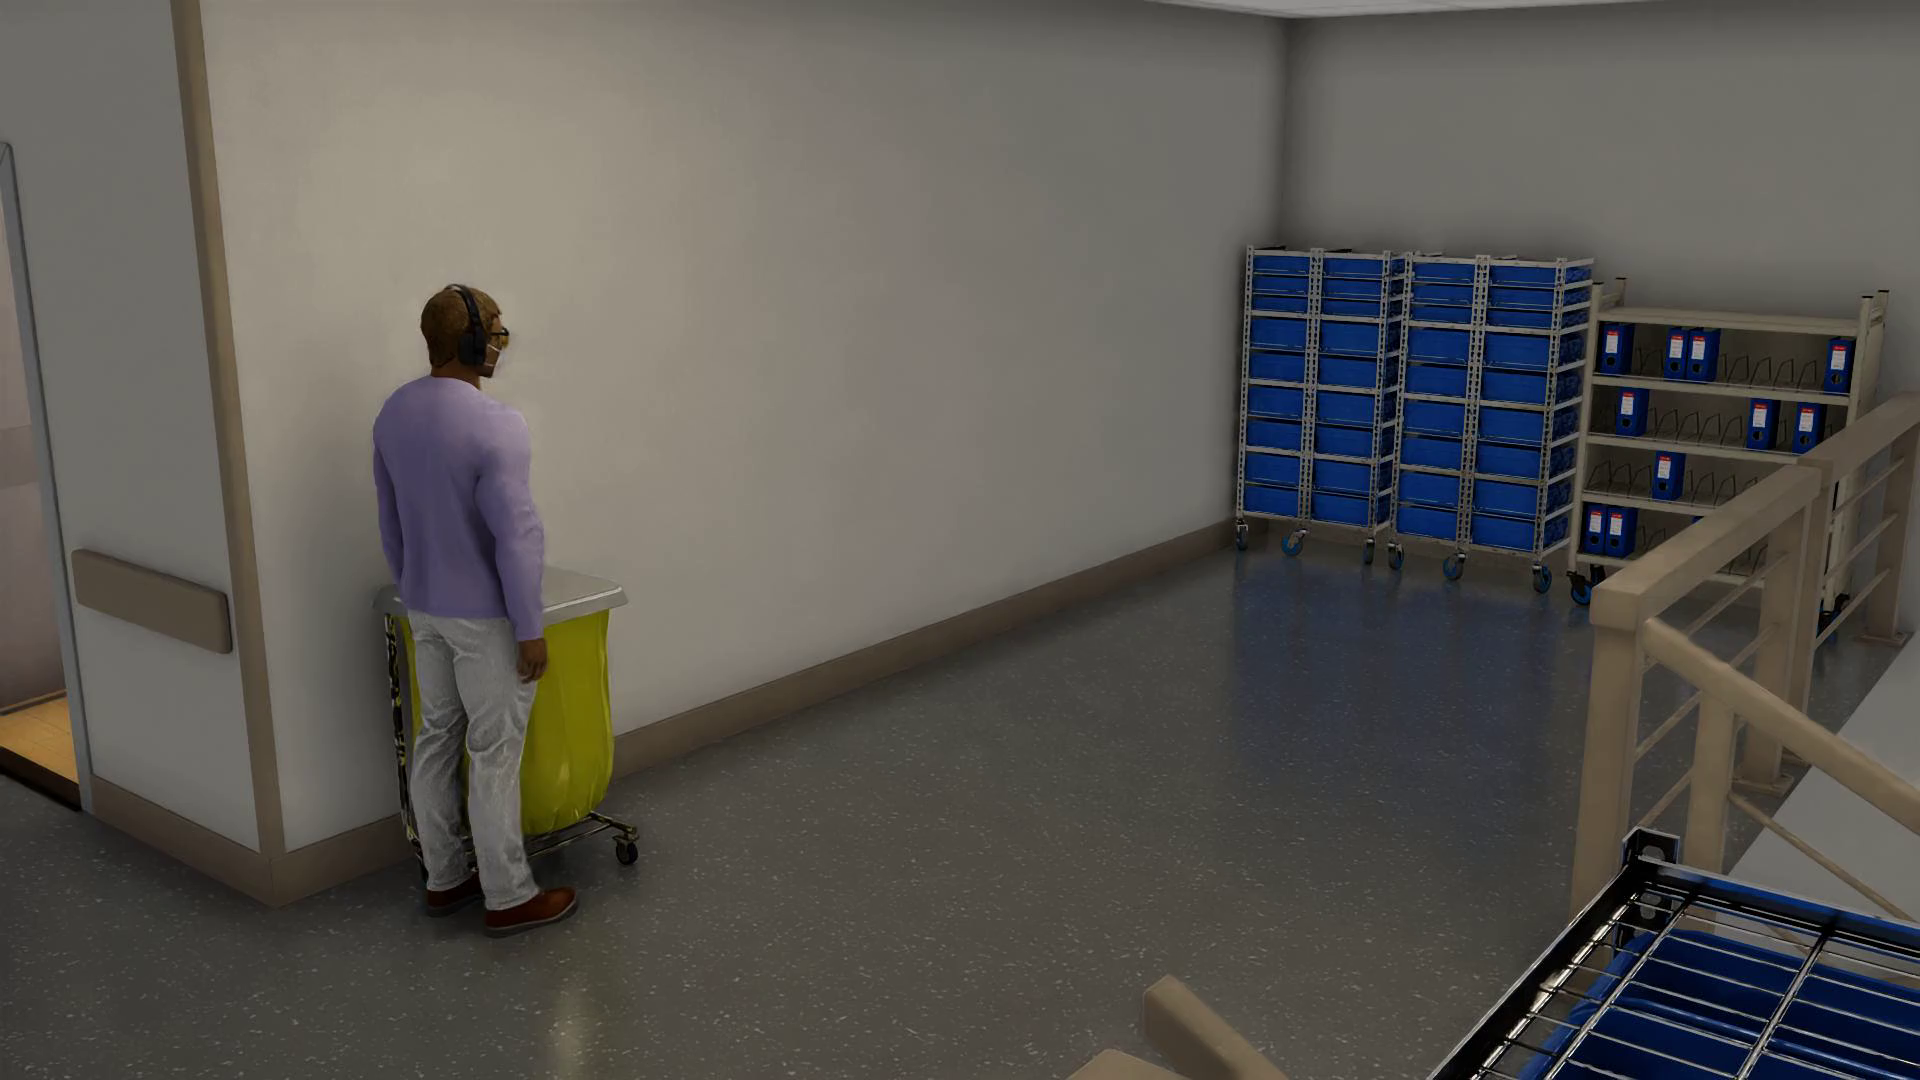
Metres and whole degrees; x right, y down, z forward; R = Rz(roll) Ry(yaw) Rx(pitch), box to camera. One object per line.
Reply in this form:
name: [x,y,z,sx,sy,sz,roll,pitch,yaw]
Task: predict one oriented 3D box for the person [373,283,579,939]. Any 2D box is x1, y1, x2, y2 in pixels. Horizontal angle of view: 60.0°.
person: [-1.452,0.217,4.934,0.630,1.938,0.366,10,17,36]
